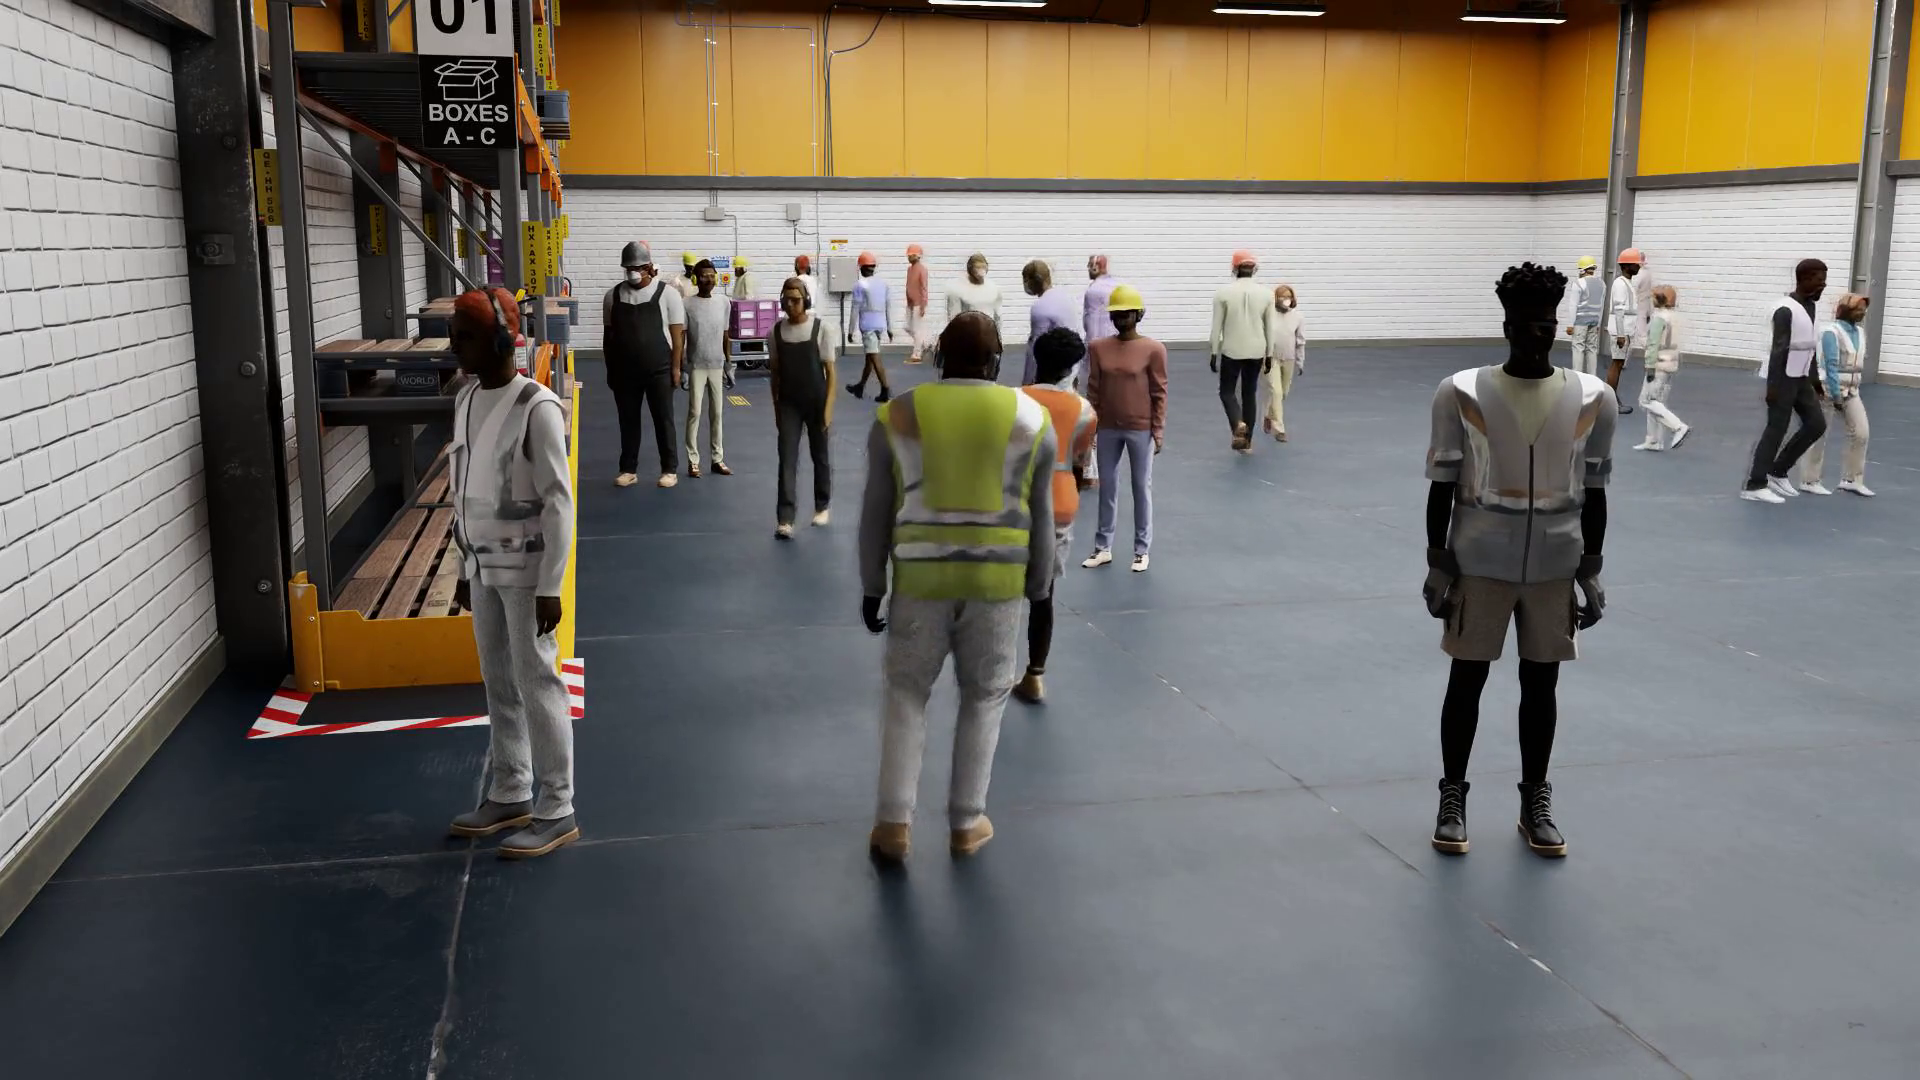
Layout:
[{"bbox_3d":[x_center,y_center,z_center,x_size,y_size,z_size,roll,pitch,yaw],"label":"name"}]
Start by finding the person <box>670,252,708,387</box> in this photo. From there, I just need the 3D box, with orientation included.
[{"bbox_3d":[-3.773,-3.076,23.231,0.610,1.870,1.007,-7,12,-33],"label":"person"}]

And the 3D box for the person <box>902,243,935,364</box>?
[{"bbox_3d":[-0.690,-3.888,27.410,0.511,1.982,0.637,-5,11,-26],"label":"person"}]

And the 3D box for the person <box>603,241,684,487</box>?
[{"bbox_3d":[-2.632,-1.446,13.719,0.681,2.000,0.535,1,10,5],"label":"person"}]

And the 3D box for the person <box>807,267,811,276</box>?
[{"bbox_3d":[-2.487,-3.677,27.059,0.668,1.677,0.540,2,10,12],"label":"person"}]

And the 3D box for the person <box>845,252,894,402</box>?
[{"bbox_3d":[-1.162,-2.703,21.120,1.006,1.880,0.580,10,14,43],"label":"person"}]

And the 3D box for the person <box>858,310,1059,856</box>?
[{"bbox_3d":[-0.002,0.152,5.534,0.657,1.814,0.459,0,10,-1],"label":"person"}]

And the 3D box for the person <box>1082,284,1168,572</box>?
[{"bbox_3d":[1.015,-0.684,10.253,0.525,1.769,0.327,6,12,29],"label":"person"}]

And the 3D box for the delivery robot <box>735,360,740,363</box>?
[{"bbox_3d":[-3.601,-2.988,26.122,0.707,0.478,0.477,-4,11,-23],"label":"delivery robot"}]

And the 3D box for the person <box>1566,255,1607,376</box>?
[{"bbox_3d":[8.681,-3.032,23.127,0.586,1.824,0.404,-5,11,-26],"label":"person"}]

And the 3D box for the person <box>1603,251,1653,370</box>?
[{"bbox_3d":[10.560,-3.541,25.815,0.954,1.873,0.669,7,13,36],"label":"person"}]

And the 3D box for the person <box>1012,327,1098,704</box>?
[{"bbox_3d":[0.319,-0.105,7.364,0.604,1.657,0.386,-3,11,-14],"label":"person"}]

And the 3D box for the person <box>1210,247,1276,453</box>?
[{"bbox_3d":[2.698,-1.786,15.779,0.635,1.971,0.612,-1,10,-4],"label":"person"}]

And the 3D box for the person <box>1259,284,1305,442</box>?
[{"bbox_3d":[3.263,-1.835,17.104,0.508,1.602,0.781,-2,10,-10],"label":"person"}]

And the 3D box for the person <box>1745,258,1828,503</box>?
[{"bbox_3d":[6.479,-1.235,12.953,0.610,1.894,0.493,-9,14,-42],"label":"person"}]

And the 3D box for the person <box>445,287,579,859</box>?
[{"bbox_3d":[-1.498,0.110,5.526,0.585,1.882,0.337,10,14,43],"label":"person"}]

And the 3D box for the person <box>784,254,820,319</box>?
[{"bbox_3d":[-2.113,-2.971,22.730,0.922,1.855,0.603,7,12,34],"label":"person"}]

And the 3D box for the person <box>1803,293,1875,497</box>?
[{"bbox_3d":[7.023,-1.136,13.168,0.509,1.617,0.615,-5,11,-25],"label":"person"}]

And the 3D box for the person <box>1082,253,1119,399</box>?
[{"bbox_3d":[1.637,-2.290,18.812,0.606,1.887,0.659,7,13,35],"label":"person"}]

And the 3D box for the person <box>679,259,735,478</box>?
[{"bbox_3d":[-2.186,-1.478,14.357,0.514,1.876,0.328,-7,12,-32],"label":"person"}]

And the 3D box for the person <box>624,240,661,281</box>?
[{"bbox_3d":[-5.269,-3.953,27.665,0.608,2.029,0.407,-2,10,-13],"label":"person"}]

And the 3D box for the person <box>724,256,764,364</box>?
[{"bbox_3d":[-3.566,-3.732,27.116,0.836,1.774,0.665,-4,11,-23],"label":"person"}]

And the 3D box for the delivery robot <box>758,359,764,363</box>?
[{"bbox_3d":[-2.929,-3.043,26.425,0.707,0.478,0.477,-9,13,-41],"label":"delivery robot"}]

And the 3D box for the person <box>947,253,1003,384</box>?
[{"bbox_3d":[0.188,-2.047,17.465,0.653,1.884,0.993,-3,11,-19],"label":"person"}]

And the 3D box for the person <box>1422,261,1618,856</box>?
[{"bbox_3d":[1.840,0.072,5.512,0.606,1.966,0.367,1,10,6],"label":"person"}]

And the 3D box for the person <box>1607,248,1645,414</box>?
[{"bbox_3d":[7.839,-2.462,19.631,0.360,1.939,0.543,5,11,26],"label":"person"}]

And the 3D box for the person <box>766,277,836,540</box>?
[{"bbox_3d":[-1.096,-0.924,11.565,0.510,1.792,1.017,1,10,6],"label":"person"}]

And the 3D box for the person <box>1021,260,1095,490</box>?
[{"bbox_3d":[0.671,-1.340,13.603,0.980,1.868,0.686,3,11,18],"label":"person"}]

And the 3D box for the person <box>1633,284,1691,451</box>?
[{"bbox_3d":[6.751,-1.636,15.921,0.458,1.622,0.530,8,13,37],"label":"person"}]
